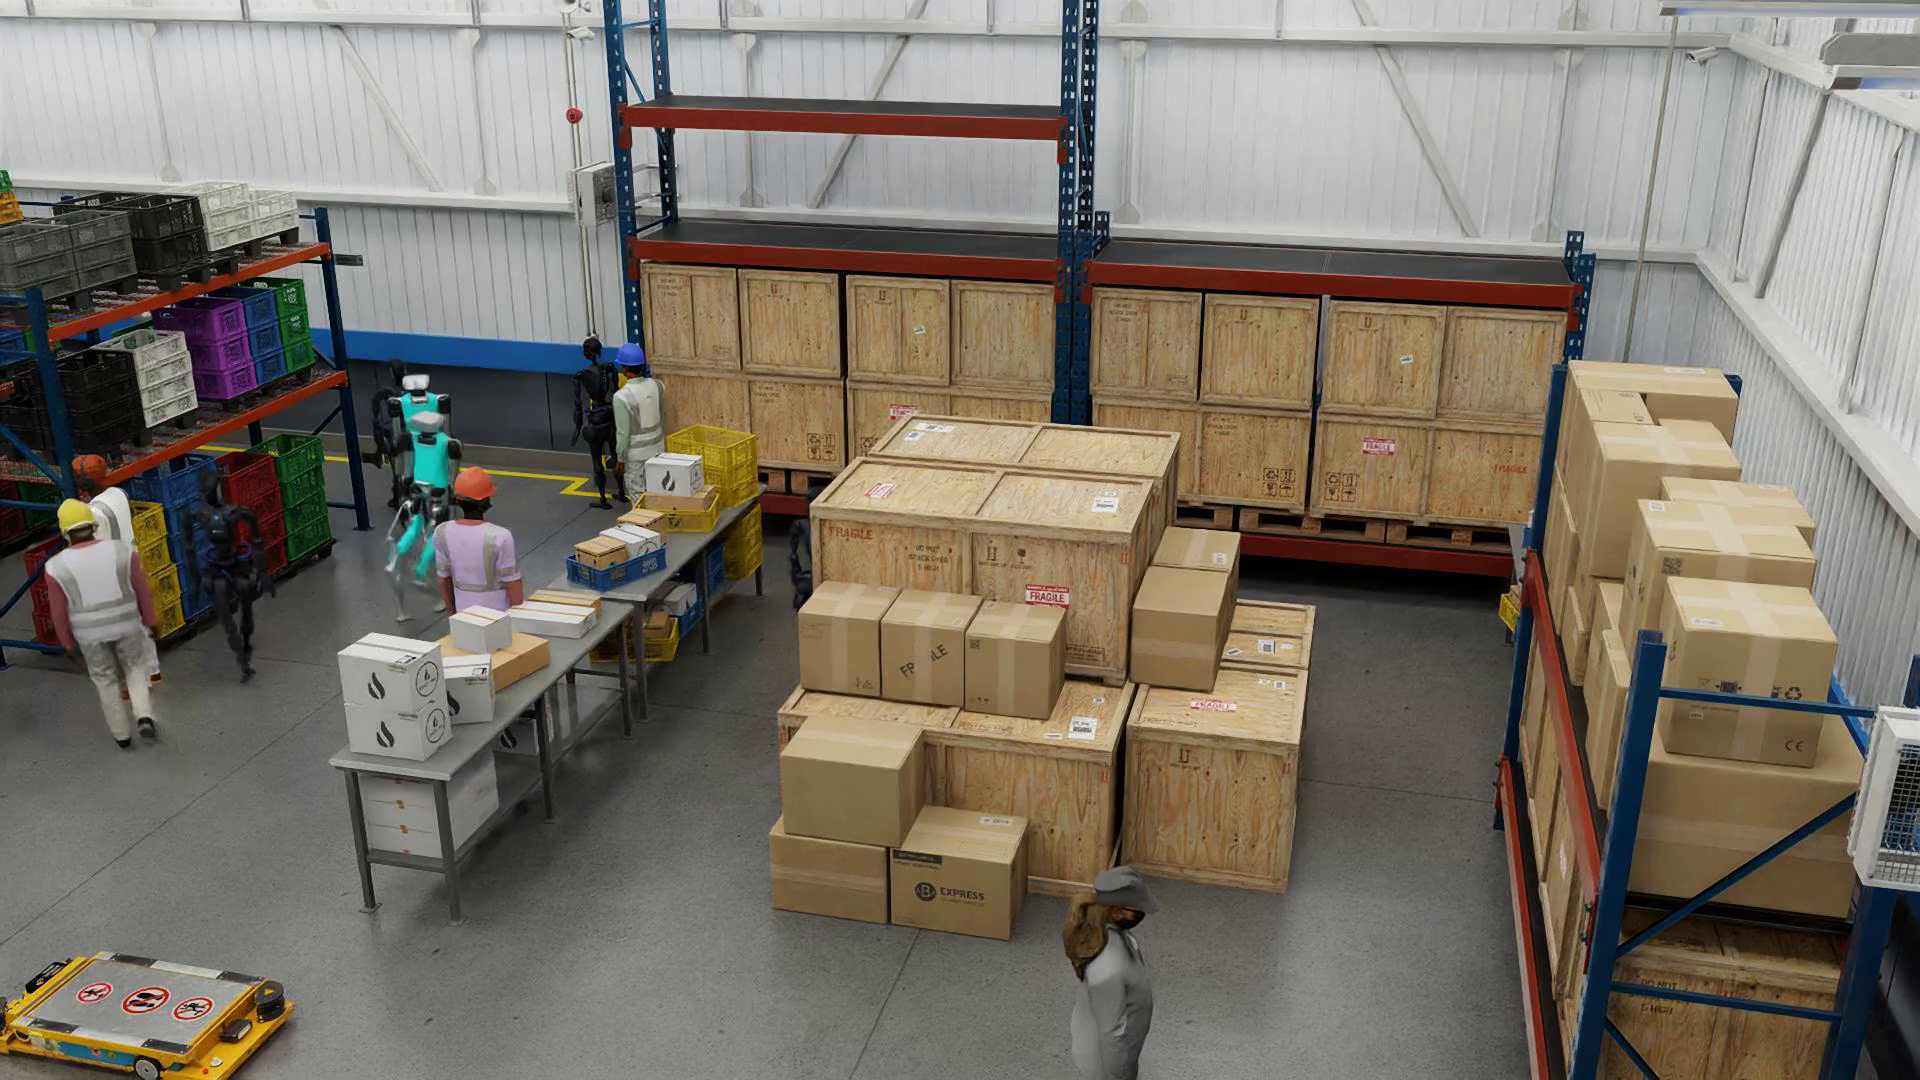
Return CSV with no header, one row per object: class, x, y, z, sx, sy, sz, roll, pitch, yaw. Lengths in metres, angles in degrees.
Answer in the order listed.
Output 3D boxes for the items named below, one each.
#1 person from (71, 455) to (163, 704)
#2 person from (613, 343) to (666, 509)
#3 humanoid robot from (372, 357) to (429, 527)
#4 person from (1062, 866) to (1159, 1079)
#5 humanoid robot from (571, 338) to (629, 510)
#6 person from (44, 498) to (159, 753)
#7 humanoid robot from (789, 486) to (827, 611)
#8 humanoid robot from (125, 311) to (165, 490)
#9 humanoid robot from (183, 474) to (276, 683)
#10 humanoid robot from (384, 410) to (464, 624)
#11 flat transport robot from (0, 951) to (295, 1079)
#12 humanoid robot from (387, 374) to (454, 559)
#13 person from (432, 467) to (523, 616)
person,-6.123,0.273,12.069,0.337,1.882,0.581,-3,21,-8
person,-2.836,-0.793,14.768,0.388,1.949,0.601,13,24,30
humanoid robot,-5.224,-0.947,15.627,0.609,1.632,0.765,-16,26,-35
person,0.630,2.194,7.211,0.403,1.763,0.563,0,21,1
humanoid robot,-3.470,-1.129,16.007,0.315,1.657,0.599,16,26,36
person,-5.822,0.588,11.326,0.628,1.821,0.425,-14,25,-32
humanoid robot,-0.989,0.385,12.130,0.591,1.622,0.785,9,23,22
humanoid robot,-8.173,-1.350,16.524,0.597,1.775,0.857,12,24,29
humanoid robot,-5.482,0.246,12.499,0.592,1.618,0.713,-6,22,-14
humanoid robot,-4.355,-0.090,13.243,0.597,1.761,0.951,8,22,20
flat transport robot,-4.270,2.464,8.601,1.431,0.231,0.659,5,22,13
humanoid robot,-4.741,-0.626,14.687,0.549,1.826,0.759,-9,23,-22
person,-3.212,0.486,11.290,0.605,2.045,0.376,6,22,15
